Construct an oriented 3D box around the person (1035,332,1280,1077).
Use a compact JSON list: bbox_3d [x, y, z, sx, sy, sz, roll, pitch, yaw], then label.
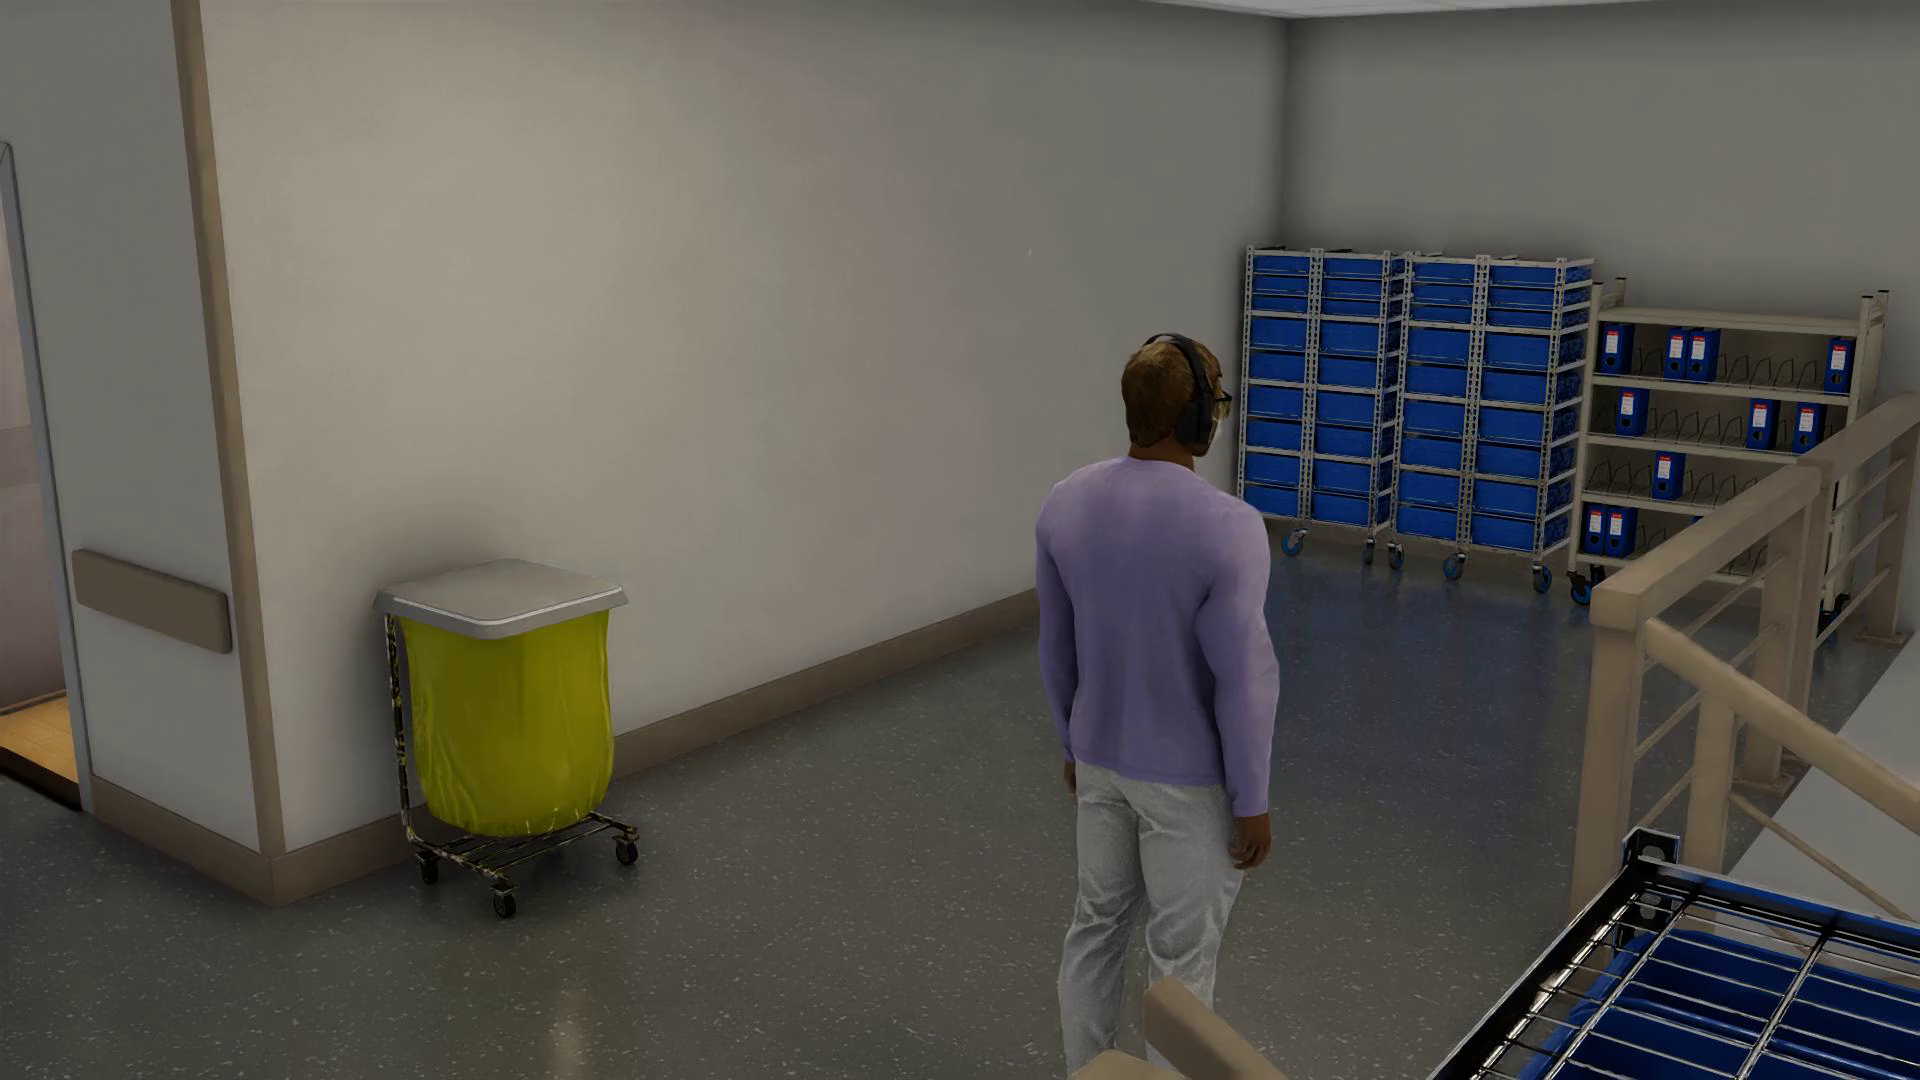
[{"bbox_3d":[0.439,0.509,3.715,0.370,1.941,0.627,-12,18,-41],"label":"person"}]
